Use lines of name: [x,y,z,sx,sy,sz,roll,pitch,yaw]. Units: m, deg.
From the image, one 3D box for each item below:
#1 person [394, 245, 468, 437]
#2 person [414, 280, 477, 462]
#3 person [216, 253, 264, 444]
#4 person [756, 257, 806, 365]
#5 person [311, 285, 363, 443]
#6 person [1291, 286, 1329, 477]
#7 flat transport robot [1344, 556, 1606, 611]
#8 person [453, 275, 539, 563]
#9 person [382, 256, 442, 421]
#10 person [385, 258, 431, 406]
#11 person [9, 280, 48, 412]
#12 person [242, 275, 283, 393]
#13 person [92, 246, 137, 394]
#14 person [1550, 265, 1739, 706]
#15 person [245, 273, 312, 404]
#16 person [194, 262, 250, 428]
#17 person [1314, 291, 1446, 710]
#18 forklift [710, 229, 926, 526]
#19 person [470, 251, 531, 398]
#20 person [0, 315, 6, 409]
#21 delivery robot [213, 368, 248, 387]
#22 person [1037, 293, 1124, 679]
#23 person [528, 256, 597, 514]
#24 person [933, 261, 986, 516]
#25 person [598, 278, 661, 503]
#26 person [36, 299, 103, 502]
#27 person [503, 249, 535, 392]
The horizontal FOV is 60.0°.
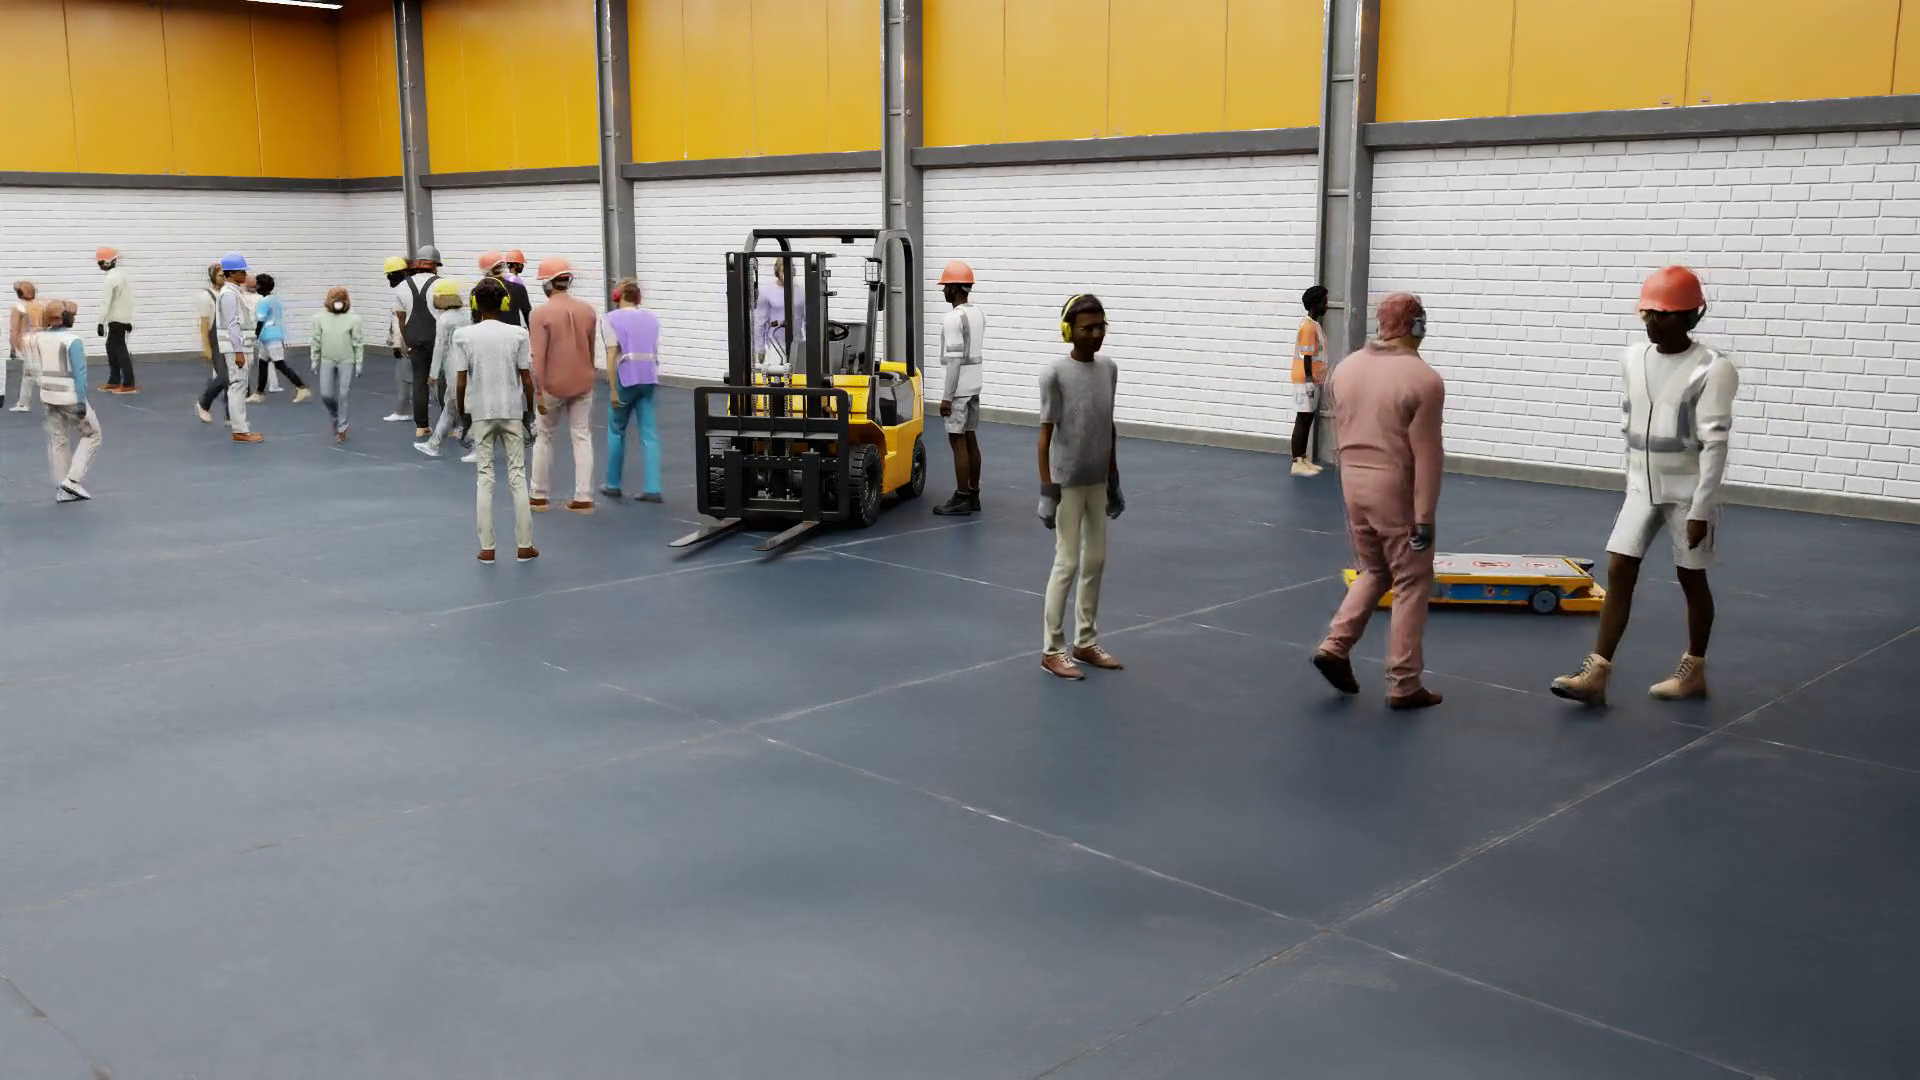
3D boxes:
person: [-5.597,-2.117,17.690,0.676,2.000,0.536,2,11,10]
person: [-4.863,-1.585,15.664,0.877,1.698,0.497,2,11,9]
person: [-7.426,-1.964,17.109,0.388,1.948,0.605,-4,11,-22]
person: [-1.768,-2.005,17.447,0.634,1.913,0.810,-6,12,-31]
person: [-6.430,-1.818,17.187,0.535,1.617,0.392,-2,11,-10]
person: [3.111,-1.413,14.809,0.320,1.694,0.531,4,11,19]
flat transport robot: [3.008,0.234,9.695,1.431,0.197,0.652,1,10,6]
person: [-3.026,-0.779,10.854,0.518,1.873,0.328,-2,11,-13]
person: [-6.240,-2.288,19.030,0.792,1.894,0.610,0,10,-2]
person: [-6.971,-2.601,20.896,0.829,1.841,0.515,6,12,28]
person: [-11.119,-2.307,19.929,0.837,1.599,0.526,2,11,10]
person: [-9.468,-2.747,22.309,0.514,1.608,0.786,2,11,9]
person: [-11.458,-2.938,22.318,0.676,1.976,0.653,-2,11,-8]
person: [3.083,-0.210,7.417,0.983,1.993,0.631,-6,12,-28]
person: [-8.669,-2.539,21.044,0.871,1.658,0.542,-2,11,-9]
person: [-8.178,-2.138,18.359,0.507,1.836,0.529,3,11,15]
person: [1.914,-0.176,7.540,0.514,1.884,0.654,-7,12,-32]
forklift: [-1.050,-1.319,12.920,1.214,2.155,2.313,2,11,13]
person: [-4.880,-2.114,17.876,0.718,1.963,0.618,-4,11,-19]
person: [-8.043,-1.249,13.459,0.602,1.857,0.801,-9,14,-42]
delivery robot: [-9.467,-2.132,21.569,0.477,0.478,0.707,-6,12,-30]
person: [0.592,-0.263,8.088,0.532,1.861,0.332,-9,14,-42]
person: [-3.111,-1.192,12.832,0.636,1.967,0.740,-10,14,-43]
person: [-0.015,-1.152,12.705,0.357,1.937,0.551,4,11,22]
person: [-2.667,-1.213,13.454,0.580,1.777,0.876,-10,14,-43]
person: [-7.125,-1.106,13.292,0.525,1.625,0.367,4,11,23]
person: [-6.033,-2.978,22.664,0.360,1.936,0.552,-8,13,-38]
